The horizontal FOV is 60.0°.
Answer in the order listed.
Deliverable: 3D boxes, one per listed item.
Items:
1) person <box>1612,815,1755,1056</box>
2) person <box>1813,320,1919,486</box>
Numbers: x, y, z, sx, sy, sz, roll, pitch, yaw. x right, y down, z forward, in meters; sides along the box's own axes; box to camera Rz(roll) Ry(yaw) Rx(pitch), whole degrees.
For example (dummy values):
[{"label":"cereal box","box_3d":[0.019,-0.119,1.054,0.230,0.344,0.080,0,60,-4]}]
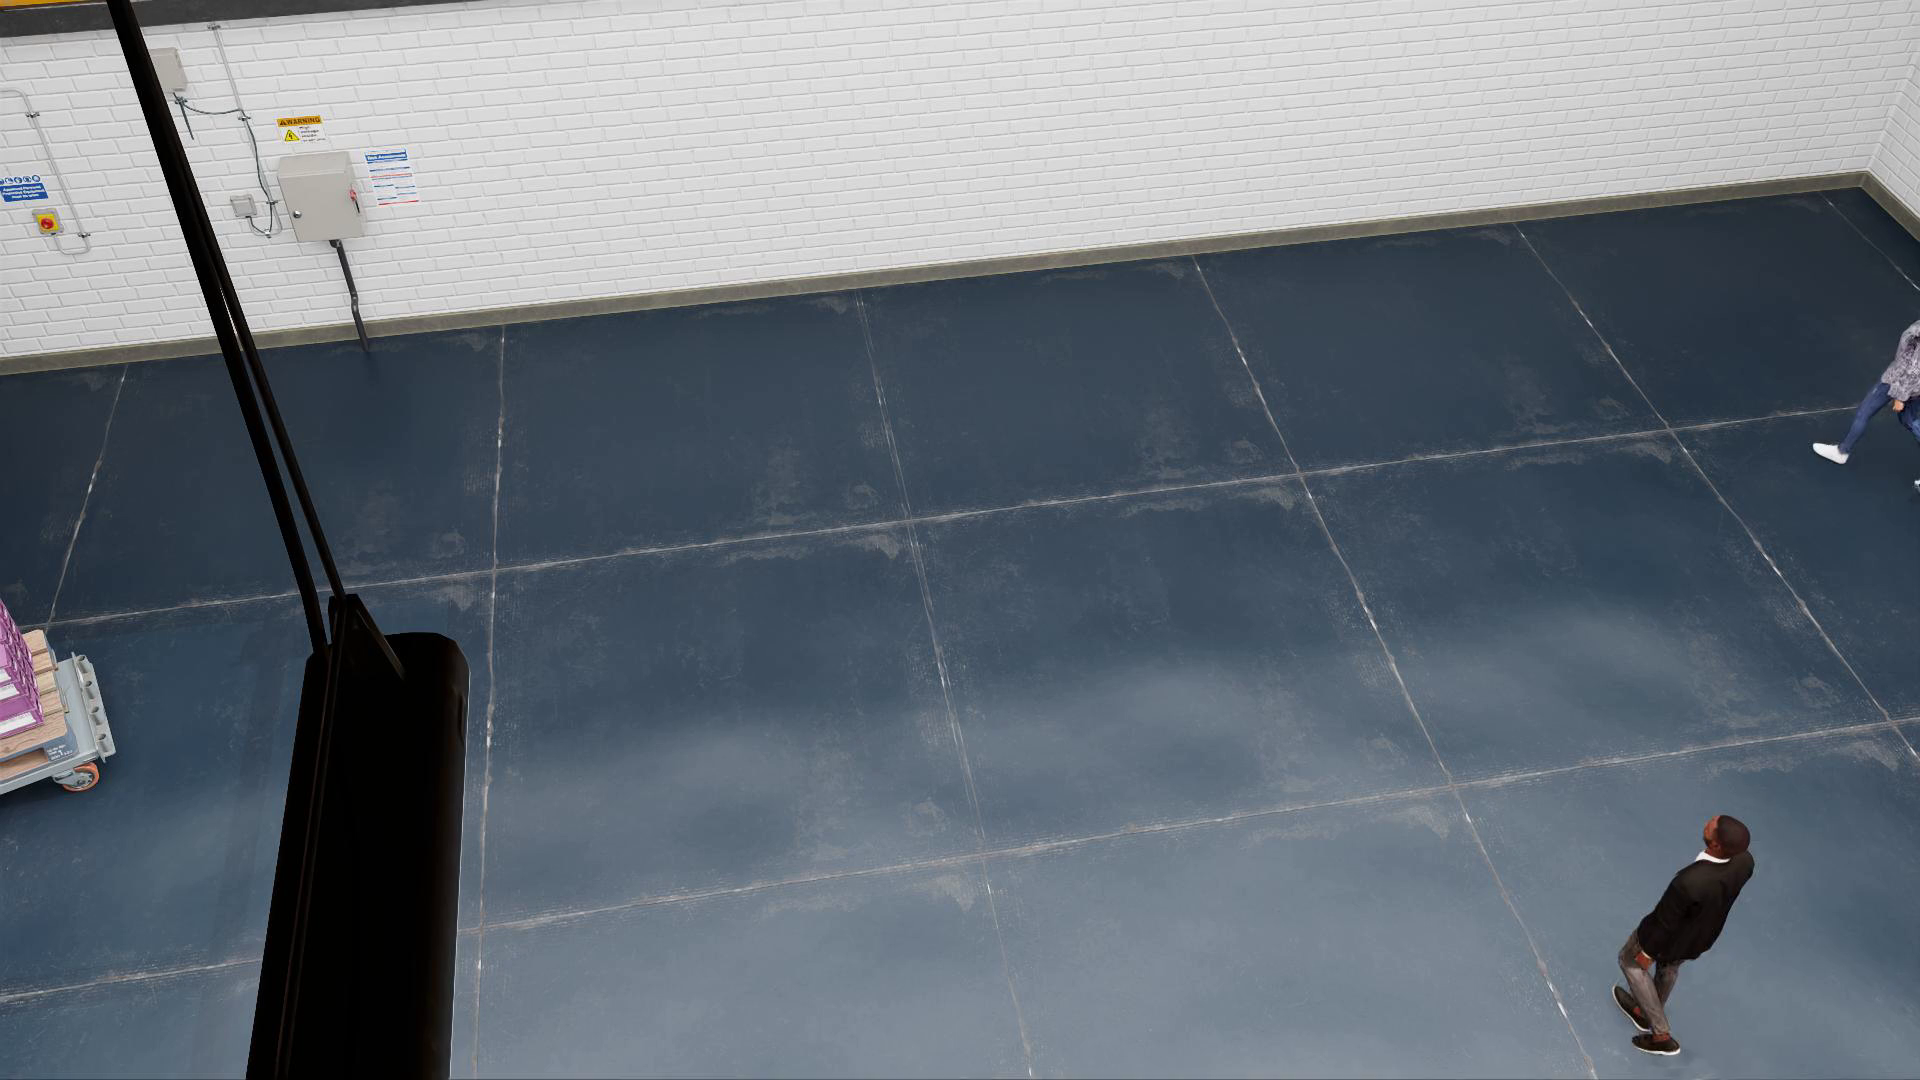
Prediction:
[{"label":"person","box_3d":[3.762,2.072,8.537,0.769,1.792,0.841,-18,46,-18]},{"label":"person","box_3d":[6.883,-1.102,11.932,0.991,1.703,1.200,-32,52,-29]}]
